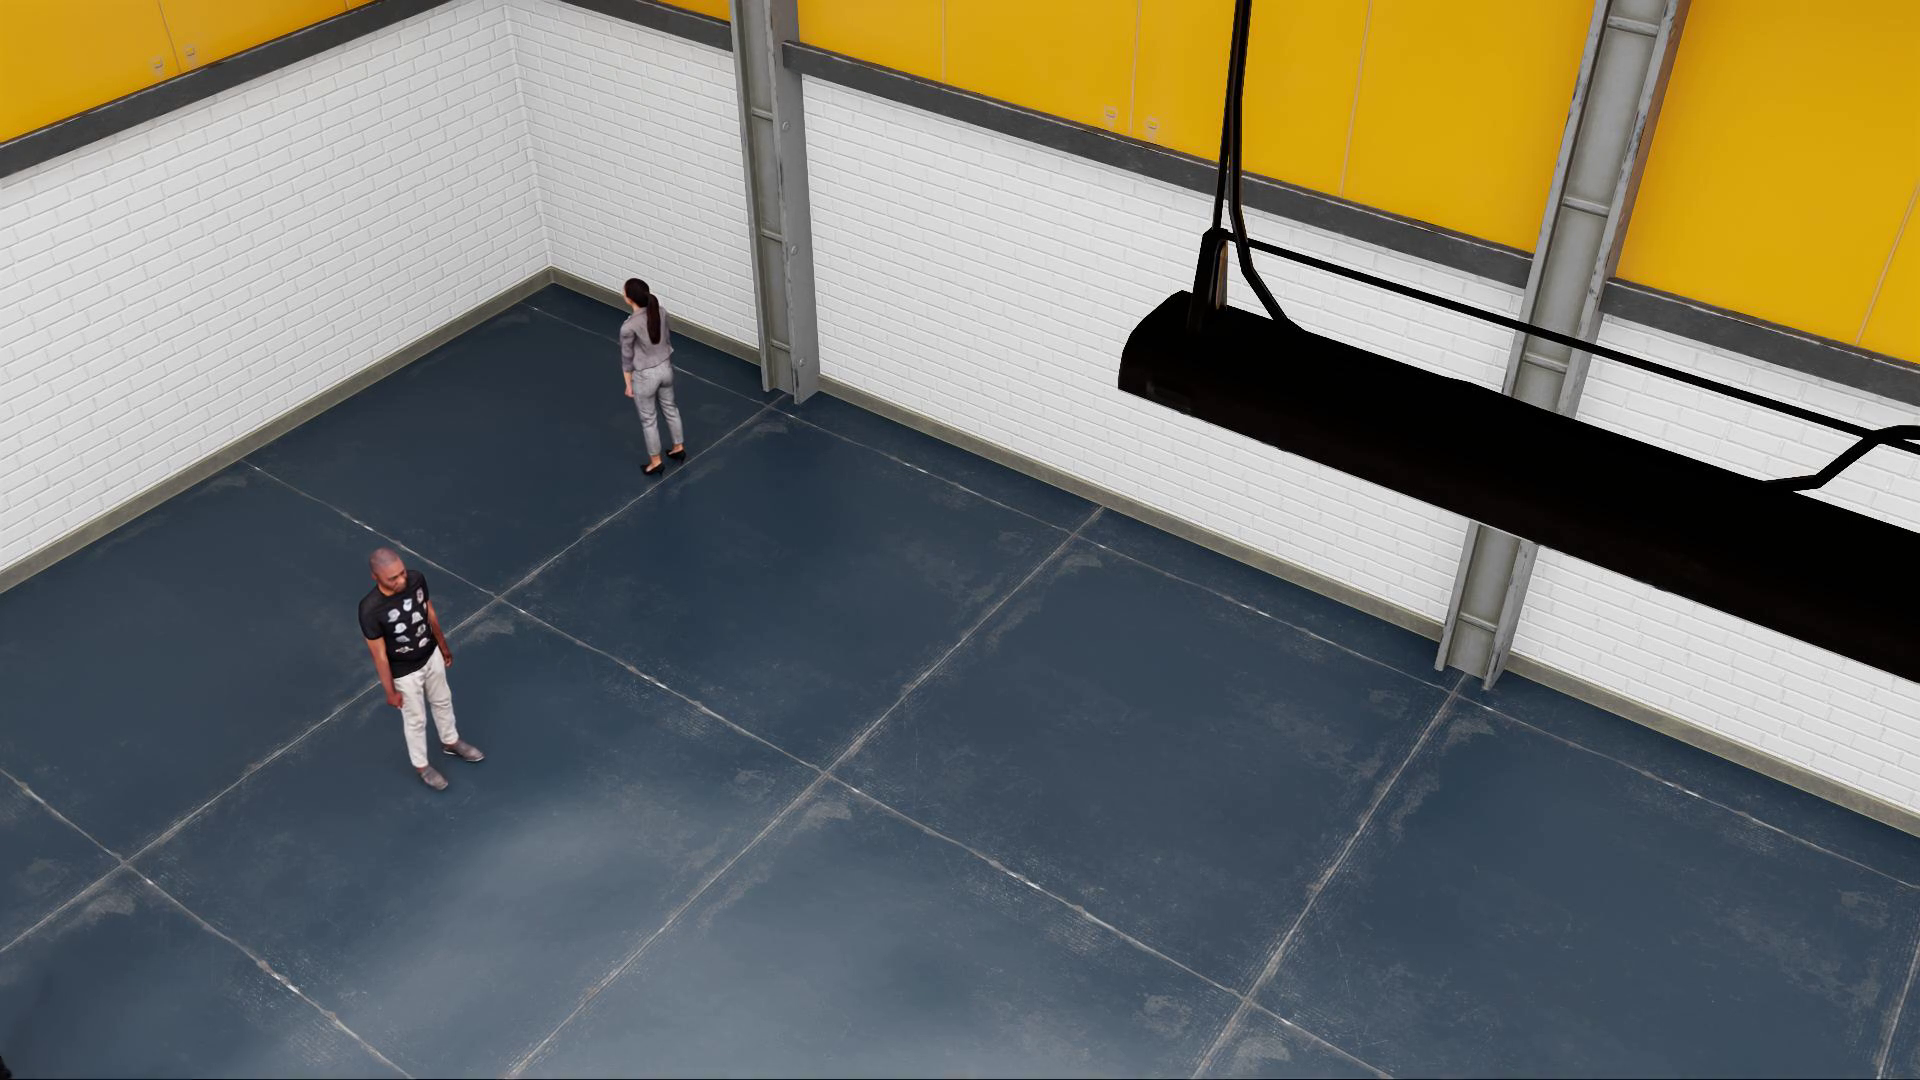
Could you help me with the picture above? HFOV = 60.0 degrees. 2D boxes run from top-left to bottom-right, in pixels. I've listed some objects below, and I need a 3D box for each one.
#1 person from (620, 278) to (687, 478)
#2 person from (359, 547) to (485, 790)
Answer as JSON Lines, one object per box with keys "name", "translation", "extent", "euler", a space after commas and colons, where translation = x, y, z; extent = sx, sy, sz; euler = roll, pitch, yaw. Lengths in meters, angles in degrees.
{"name": "person", "translation": [-2.348, -1.237, 12.682], "extent": [0.577, 1.674, 0.620], "euler": [27, 46, 30]}
{"name": "person", "translation": [-3.334, 0.741, 10.102], "extent": [0.628, 1.801, 0.675], "euler": [20, 43, 23]}
